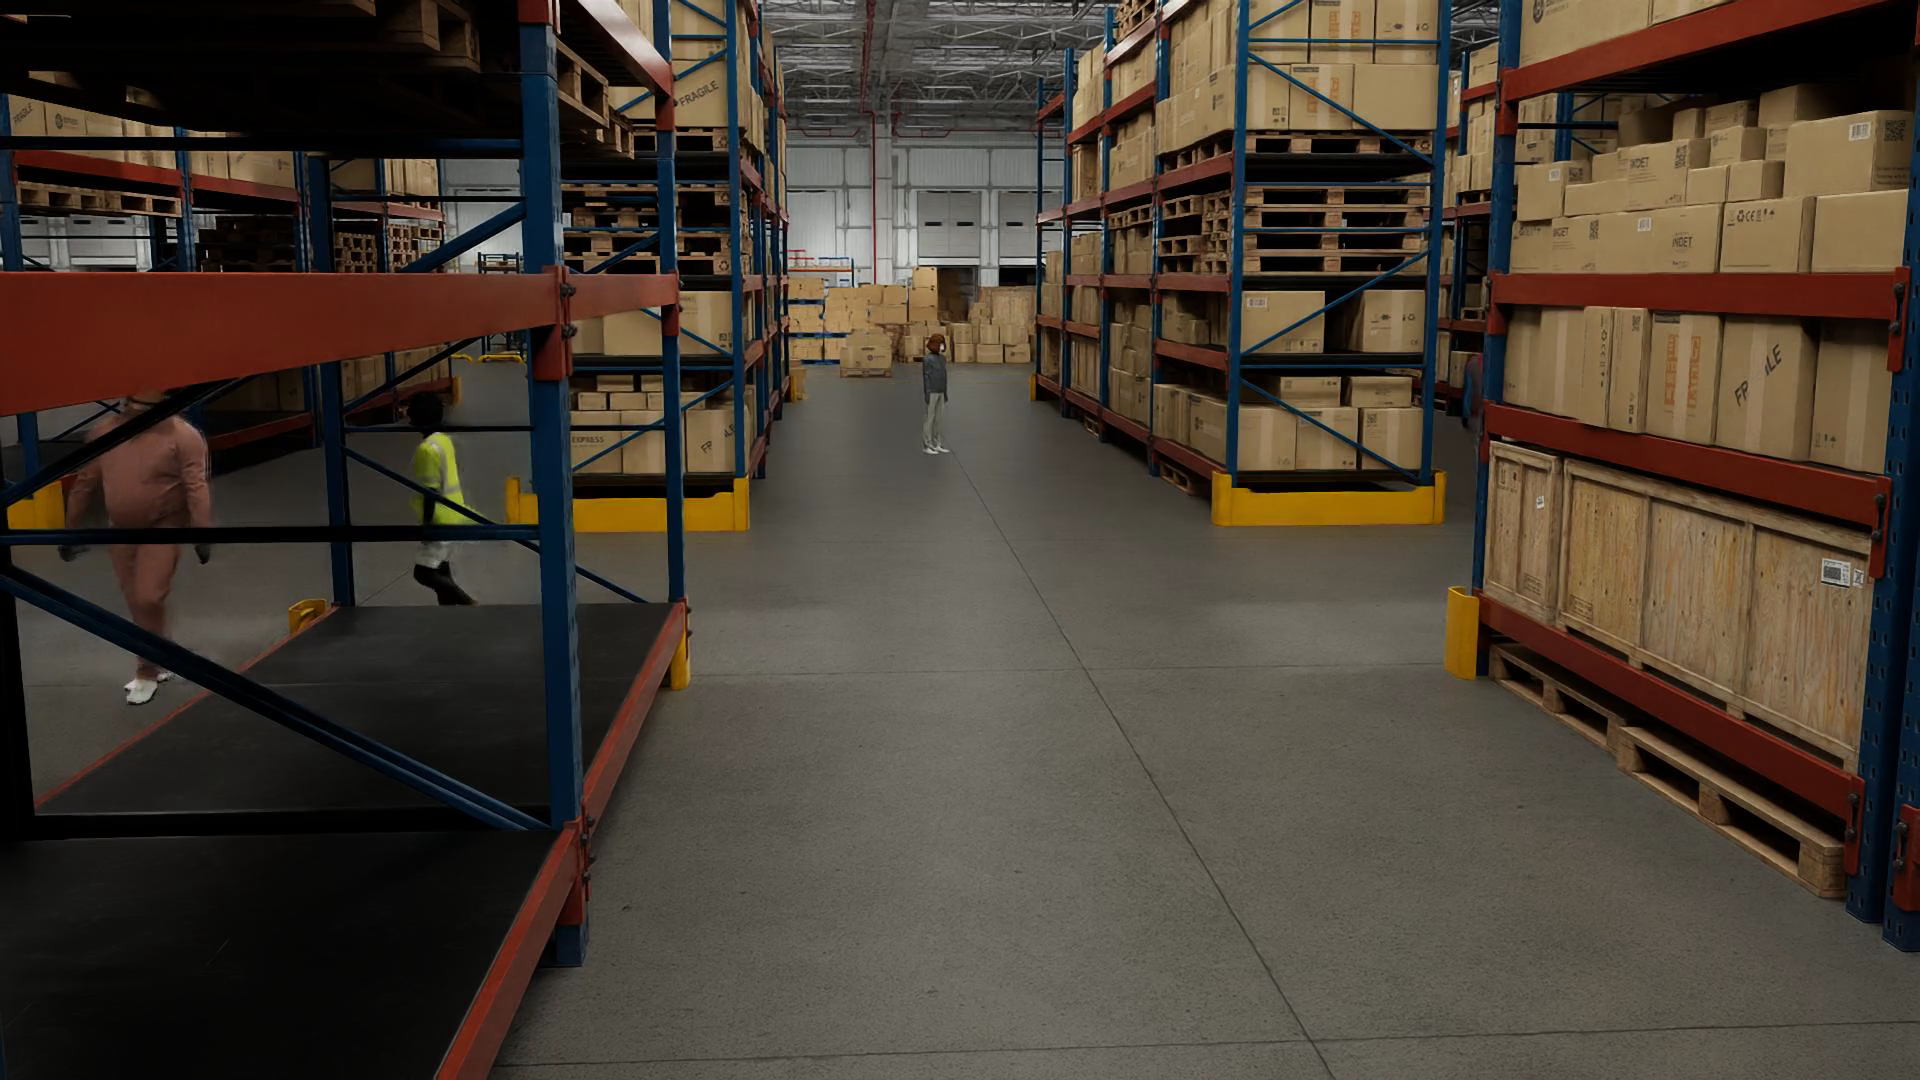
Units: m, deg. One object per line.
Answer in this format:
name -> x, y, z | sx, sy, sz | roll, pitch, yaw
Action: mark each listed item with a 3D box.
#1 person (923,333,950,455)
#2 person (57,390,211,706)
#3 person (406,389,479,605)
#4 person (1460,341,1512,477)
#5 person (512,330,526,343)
person -> -0.328, -1.965, 22.400 | 0.277, 1.627, 0.502 | 6, 11, 32
person -> -4.685, -0.014, 9.415 | 0.734, 1.863, 0.771 | 1, 9, 7
person -> -3.289, -0.125, 10.644 | 0.490, 1.684, 0.551 | 0, 9, -1
person -> 5.769, -1.375, 18.064 | 0.661, 1.821, 0.657 | 3, 10, 18
person -> -15.153, -7.536, 56.783 | 0.491, 1.812, 0.565 | -3, 10, -19
